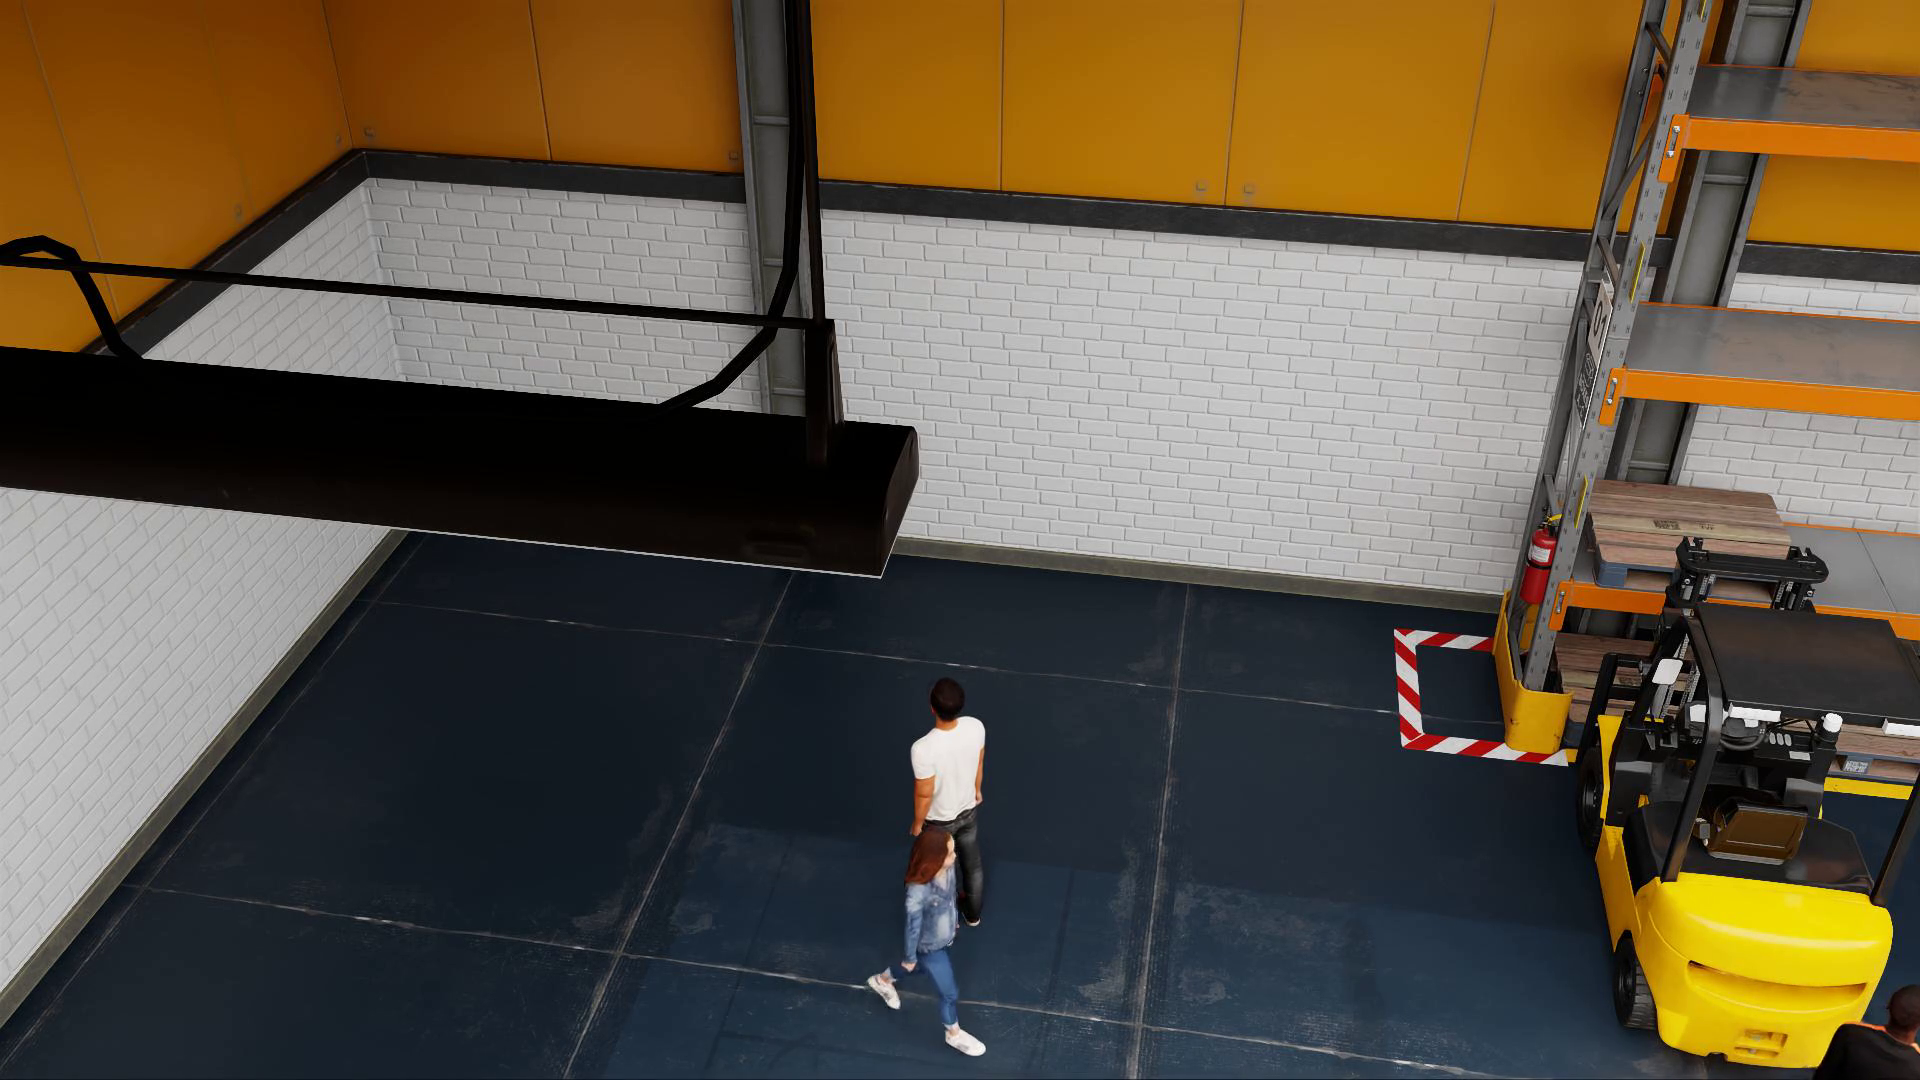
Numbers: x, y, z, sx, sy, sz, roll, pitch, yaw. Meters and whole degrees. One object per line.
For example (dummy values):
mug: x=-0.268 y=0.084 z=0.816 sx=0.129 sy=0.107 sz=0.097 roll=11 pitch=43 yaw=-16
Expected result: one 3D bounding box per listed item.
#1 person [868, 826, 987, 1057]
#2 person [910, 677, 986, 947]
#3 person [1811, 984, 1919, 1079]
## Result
person: x=-0.216 y=2.063 z=8.761 sx=1.036 sy=1.449 sz=0.752 roll=15 pitch=36 yaw=21
person: x=-0.063 y=1.508 z=9.285 sx=0.711 sy=1.803 sz=0.757 roll=-24 pitch=41 yaw=-32
person: x=4.040 y=2.680 z=7.508 sx=0.808 sy=1.808 sz=0.730 roll=-25 pitch=41 yaw=-33
